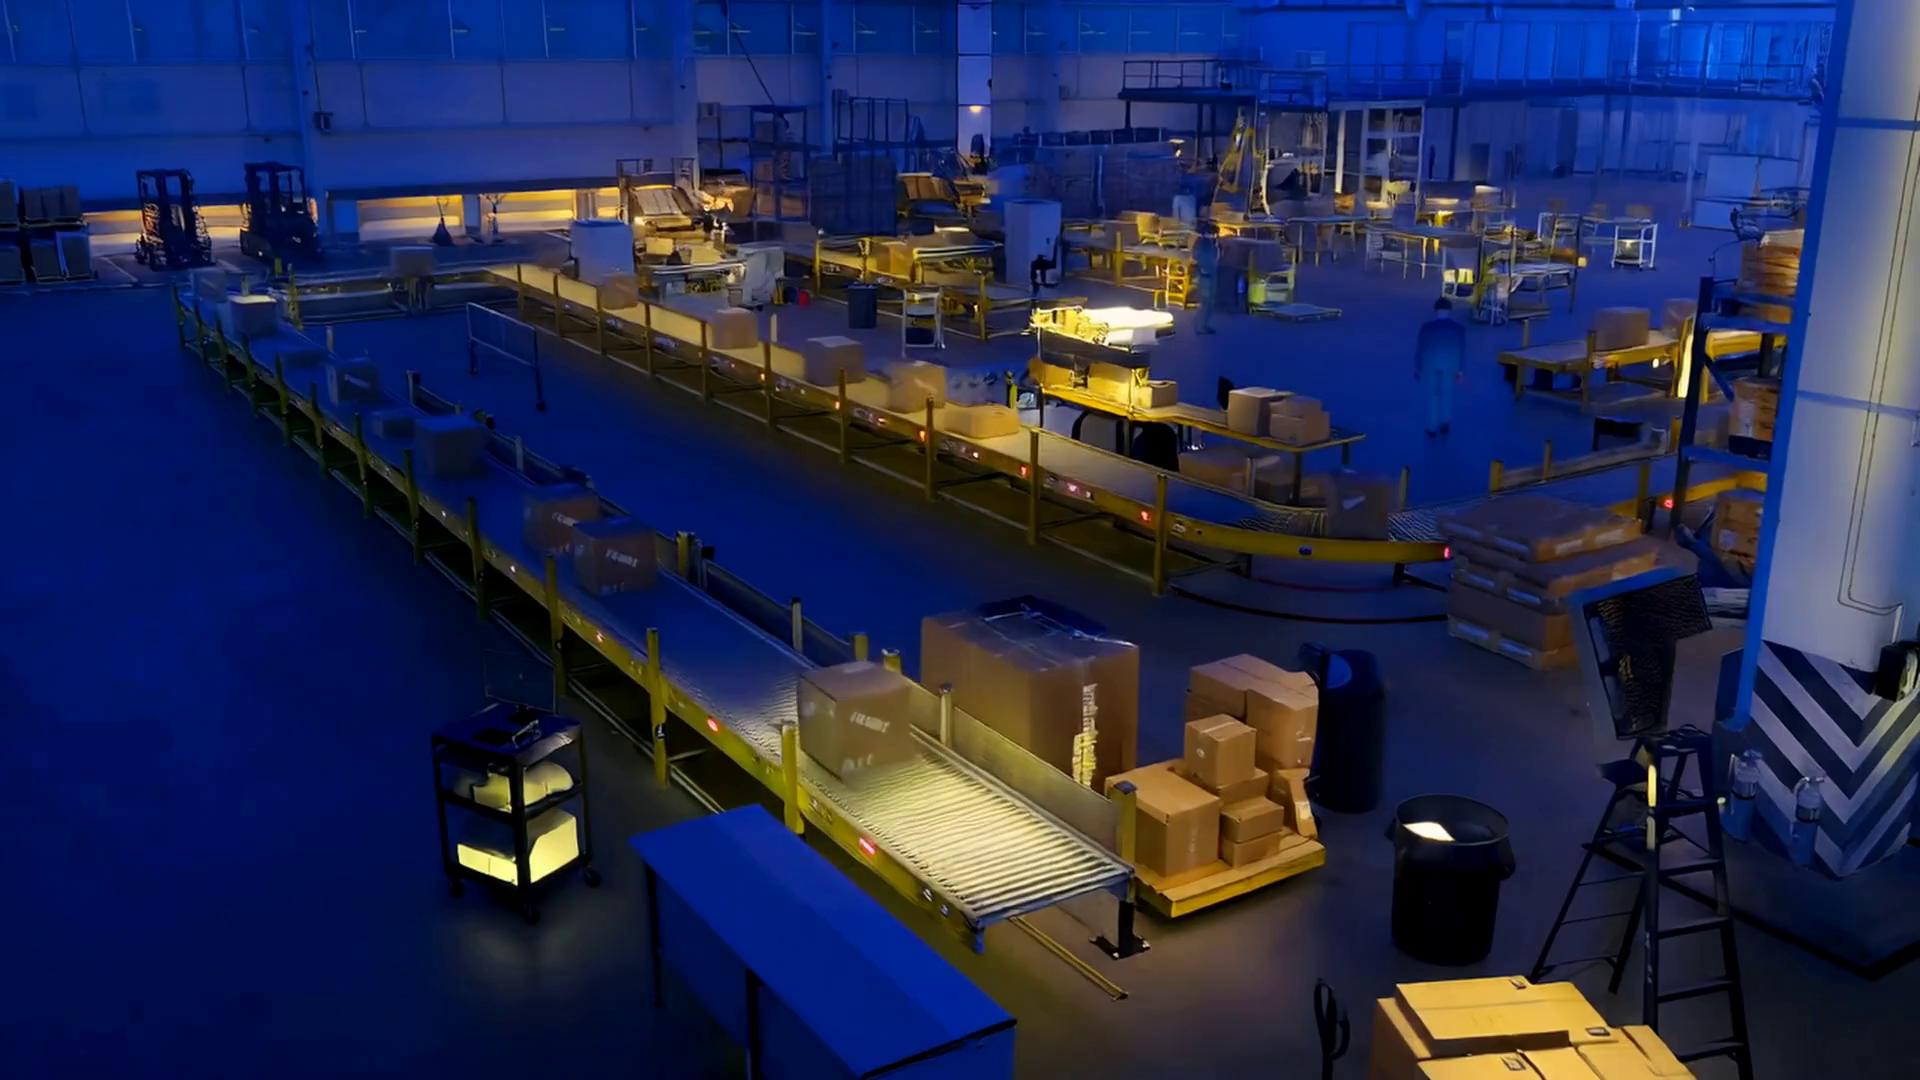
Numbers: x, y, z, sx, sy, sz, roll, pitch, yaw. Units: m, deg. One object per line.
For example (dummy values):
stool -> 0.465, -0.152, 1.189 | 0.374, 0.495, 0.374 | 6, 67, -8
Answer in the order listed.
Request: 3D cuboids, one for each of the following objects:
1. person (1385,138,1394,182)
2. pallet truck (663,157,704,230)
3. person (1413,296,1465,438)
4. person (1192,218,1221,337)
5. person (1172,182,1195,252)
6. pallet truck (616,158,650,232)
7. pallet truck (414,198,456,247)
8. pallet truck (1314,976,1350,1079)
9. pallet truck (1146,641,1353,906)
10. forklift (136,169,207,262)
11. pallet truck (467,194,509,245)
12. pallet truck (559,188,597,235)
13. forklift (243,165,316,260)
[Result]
person -> 14.479, -12.711, 56.278 | 0.507, 1.847, 0.343 | -14, 22, -39
pallet truck -> -7.586, -9.308, 44.692 | 0.823, 1.965, 1.885 | -11, 20, -33
person -> 6.156, -2.217, 21.401 | 0.606, 1.815, 0.426 | -1, 17, -3
person -> 4.294, -4.546, 28.770 | 0.614, 2.041, 0.393 | -13, 21, -36
person -> 5.139, -7.152, 37.718 | 0.673, 1.879, 0.755 | -10, 19, -29
pallet truck -> -8.918, -9.176, 44.255 | 0.823, 1.965, 1.885 | -9, 19, -27
pallet truck -> -13.250, -8.060, 41.856 | 0.680, 1.201, 1.601 | -10, 20, -31
pallet truck -> 2.299, 2.390, 7.086 | 1.601, 1.201, 0.680 | -2, 17, -7
pallet truck -> 1.664, 1.407, 10.232 | 1.630, 1.274, 0.653 | -10, 20, -31
forklift -> -17.842, -7.318, 37.559 | 1.157, 1.987, 2.680 | -10, 20, -31
pallet truck -> -11.983, -8.177, 42.137 | 0.704, 1.261, 1.522 | -11, 20, -33
pallet truck -> -10.010, -8.652, 43.699 | 0.653, 1.274, 1.630 | -10, 20, -31
forklift -> -15.898, -7.669, 38.708 | 1.157, 1.987, 2.680 | -11, 20, -33
